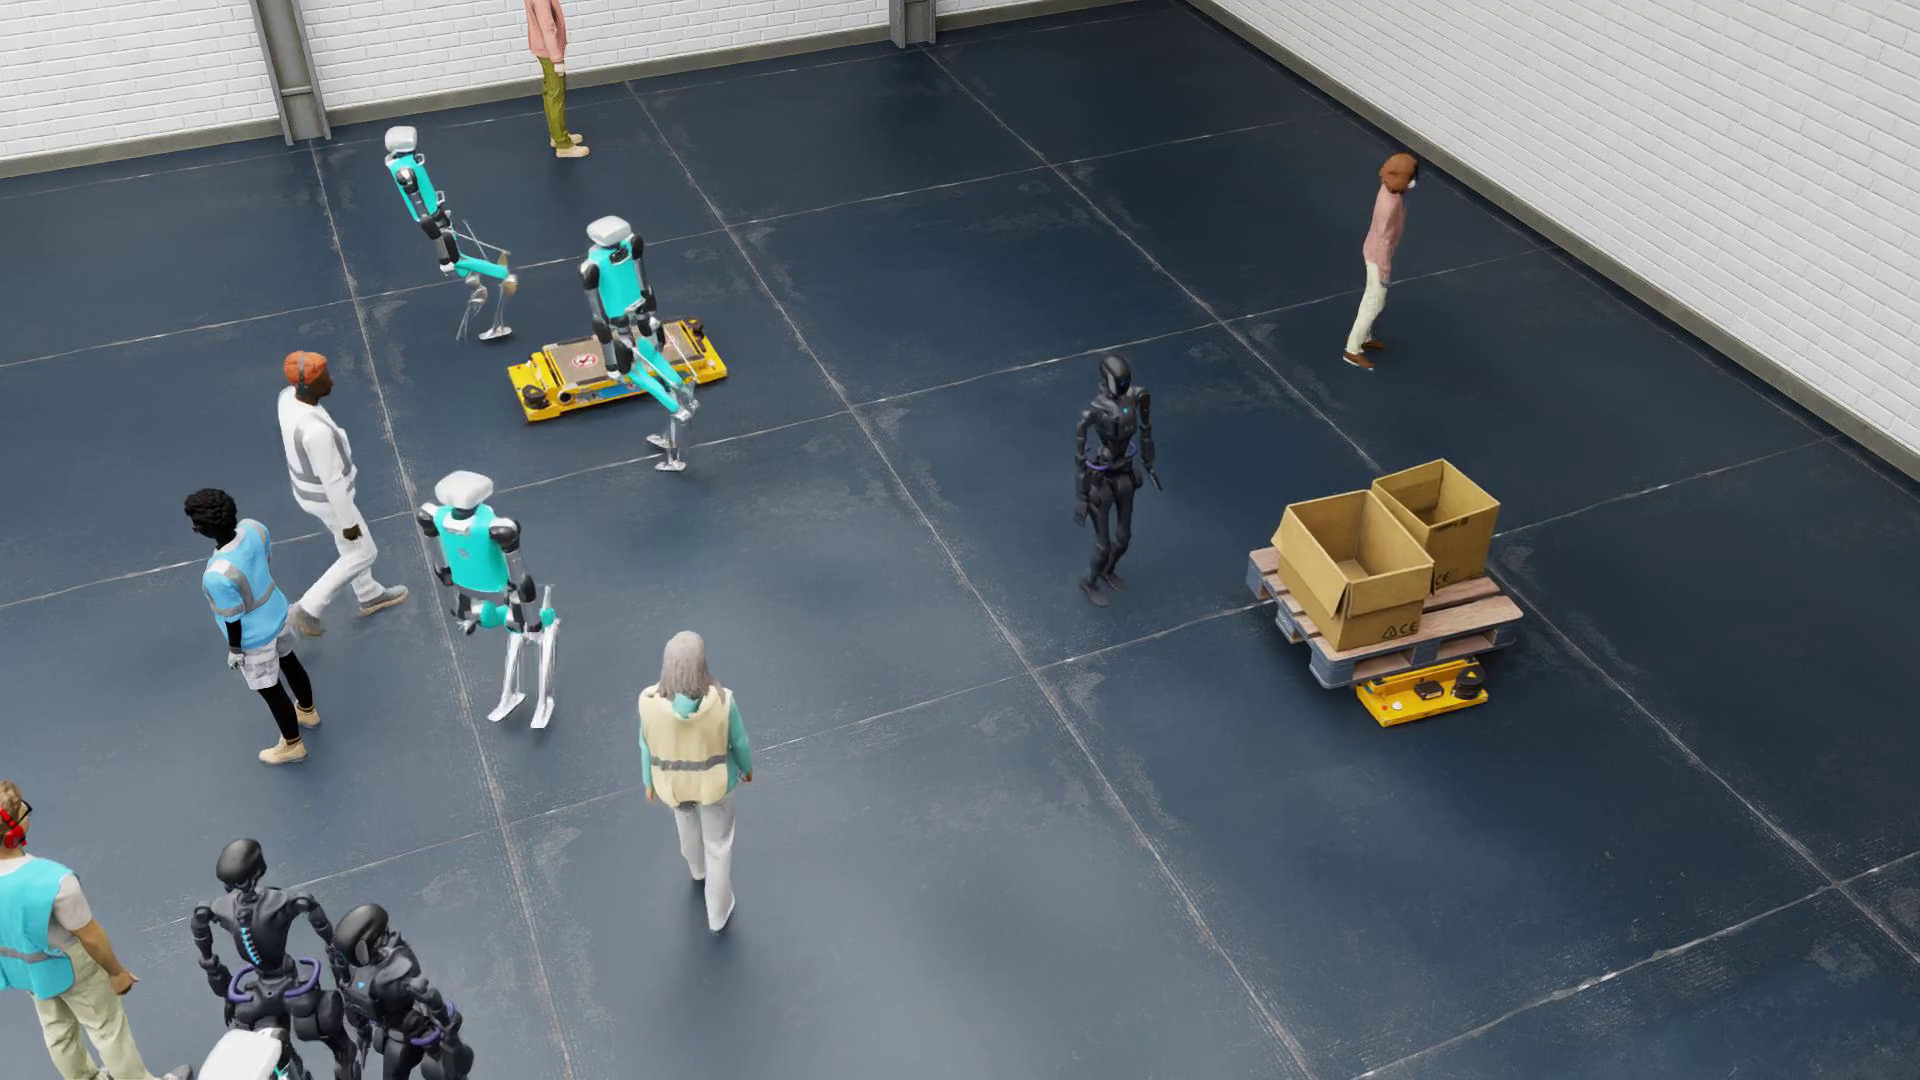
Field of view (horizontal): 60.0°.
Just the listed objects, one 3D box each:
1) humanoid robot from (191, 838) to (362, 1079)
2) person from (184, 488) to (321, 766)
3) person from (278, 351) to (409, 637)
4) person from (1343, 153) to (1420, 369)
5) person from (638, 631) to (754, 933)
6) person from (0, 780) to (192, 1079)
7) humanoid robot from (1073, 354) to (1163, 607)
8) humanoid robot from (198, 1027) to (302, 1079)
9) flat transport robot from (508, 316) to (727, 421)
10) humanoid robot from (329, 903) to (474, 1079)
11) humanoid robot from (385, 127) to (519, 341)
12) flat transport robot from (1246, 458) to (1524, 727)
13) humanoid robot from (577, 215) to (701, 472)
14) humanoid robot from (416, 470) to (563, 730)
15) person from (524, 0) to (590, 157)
[{"bbox_3d":[-2.718,1.871,6.696,0.585,1.648,0.402,-5,38,-6],"label":"humanoid robot"},{"bbox_3d":[-3.621,0.437,8.534,0.319,1.694,0.531,1,38,2],"label":"person"},{"bbox_3d":[-3.556,-0.229,9.260,0.653,1.868,0.596,-26,44,-29],"label":"person"},{"bbox_3d":[2.979,-1.997,11.767,0.330,1.618,0.520,9,38,11],"label":"person"},{"bbox_3d":[-1.201,1.053,7.735,0.488,1.685,0.685,1,38,2],"label":"person"},{"bbox_3d":[-3.664,1.721,6.739,0.562,1.845,0.389,7,38,9],"label":"person"},{"bbox_3d":[0.903,-0.354,9.581,0.591,1.655,0.347,-24,44,-28],"label":"humanoid robot"},{"bbox_3d":[-2.169,2.363,5.944,0.691,1.737,0.530,1,38,2],"label":"humanoid robot"},{"bbox_3d":[-2.449,-1.234,11.880,1.431,0.231,0.659,-15,40,-19],"label":"flat transport robot"},{"bbox_3d":[-2.128,1.972,6.553,0.599,1.644,0.377,17,41,21],"label":"humanoid robot"},{"bbox_3d":[-3.512,-2.123,11.874,0.870,1.793,0.552,-11,39,-14],"label":"humanoid robot"},{"bbox_3d":[2.385,0.494,9.630,0.659,0.231,1.431,-11,39,-14],"label":"flat transport robot"},{"bbox_3d":[-1.926,-1.181,10.571,0.780,1.734,0.540,20,42,24],"label":"humanoid robot"},{"bbox_3d":[-2.332,0.239,8.649,0.532,1.676,0.736,10,39,13],"label":"humanoid robot"},{"bbox_3d":[-3.575,-4.262,14.535,0.377,1.837,0.521,-12,39,-16],"label":"person"}]
